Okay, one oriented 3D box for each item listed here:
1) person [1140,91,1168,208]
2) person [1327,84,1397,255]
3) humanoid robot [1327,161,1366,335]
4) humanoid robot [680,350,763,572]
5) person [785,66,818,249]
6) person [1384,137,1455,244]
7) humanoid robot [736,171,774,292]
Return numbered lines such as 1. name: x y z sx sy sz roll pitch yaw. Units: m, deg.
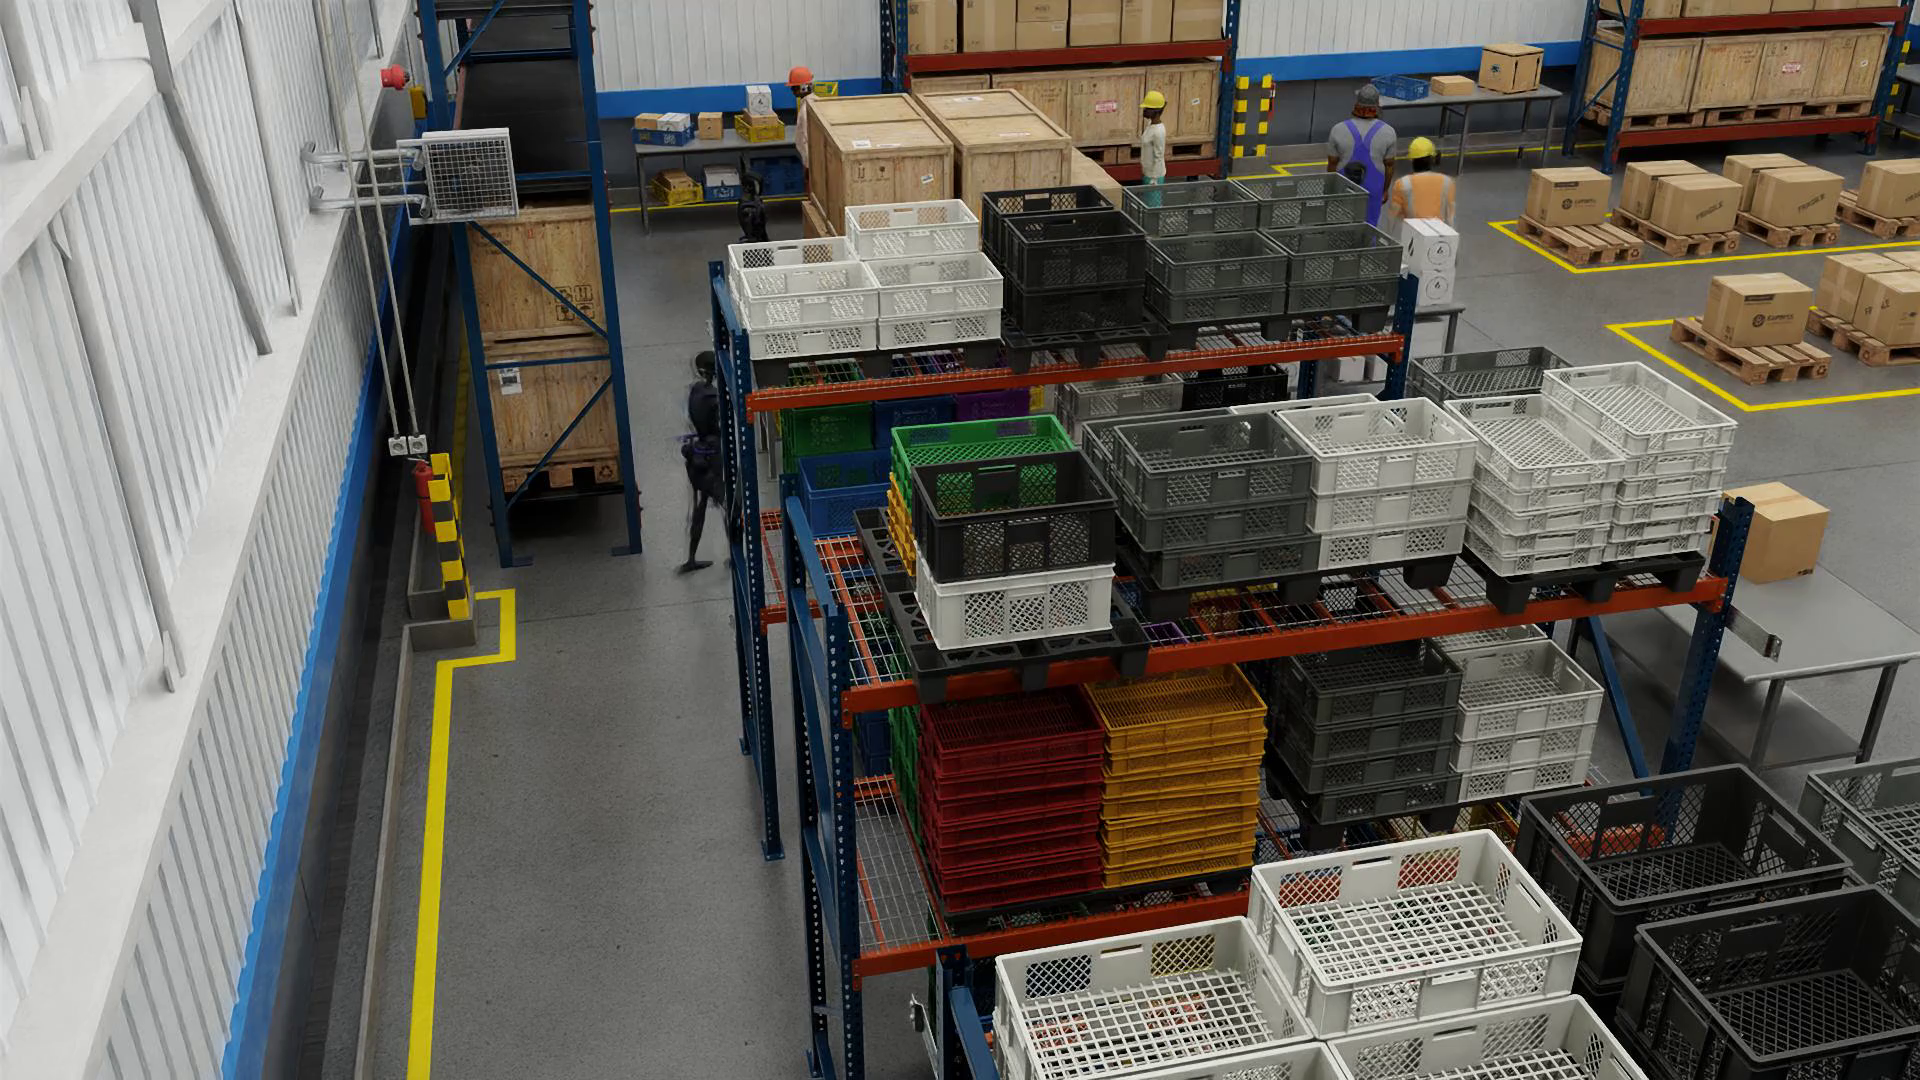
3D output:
1. person: 2.057 -3.939 17.913 0.308 1.768 0.521 -2 28 -4
2. person: 4.090 -3.660 17.092 0.682 2.000 0.539 6 28 11
3. humanoid robot: 3.638 -2.788 15.832 0.365 1.652 0.599 -11 30 -19
4. humanoid robot: -1.707 -0.541 11.580 0.664 1.637 0.614 -14 31 -25
5. person: -1.646 -4.153 18.104 0.430 1.977 0.608 1 28 2
6. person: 4.319 -2.852 15.735 0.592 1.867 0.969 -5 28 -10
7. humanoid robot: -1.922 -2.618 15.500 0.326 1.650 0.573 3 28 5
